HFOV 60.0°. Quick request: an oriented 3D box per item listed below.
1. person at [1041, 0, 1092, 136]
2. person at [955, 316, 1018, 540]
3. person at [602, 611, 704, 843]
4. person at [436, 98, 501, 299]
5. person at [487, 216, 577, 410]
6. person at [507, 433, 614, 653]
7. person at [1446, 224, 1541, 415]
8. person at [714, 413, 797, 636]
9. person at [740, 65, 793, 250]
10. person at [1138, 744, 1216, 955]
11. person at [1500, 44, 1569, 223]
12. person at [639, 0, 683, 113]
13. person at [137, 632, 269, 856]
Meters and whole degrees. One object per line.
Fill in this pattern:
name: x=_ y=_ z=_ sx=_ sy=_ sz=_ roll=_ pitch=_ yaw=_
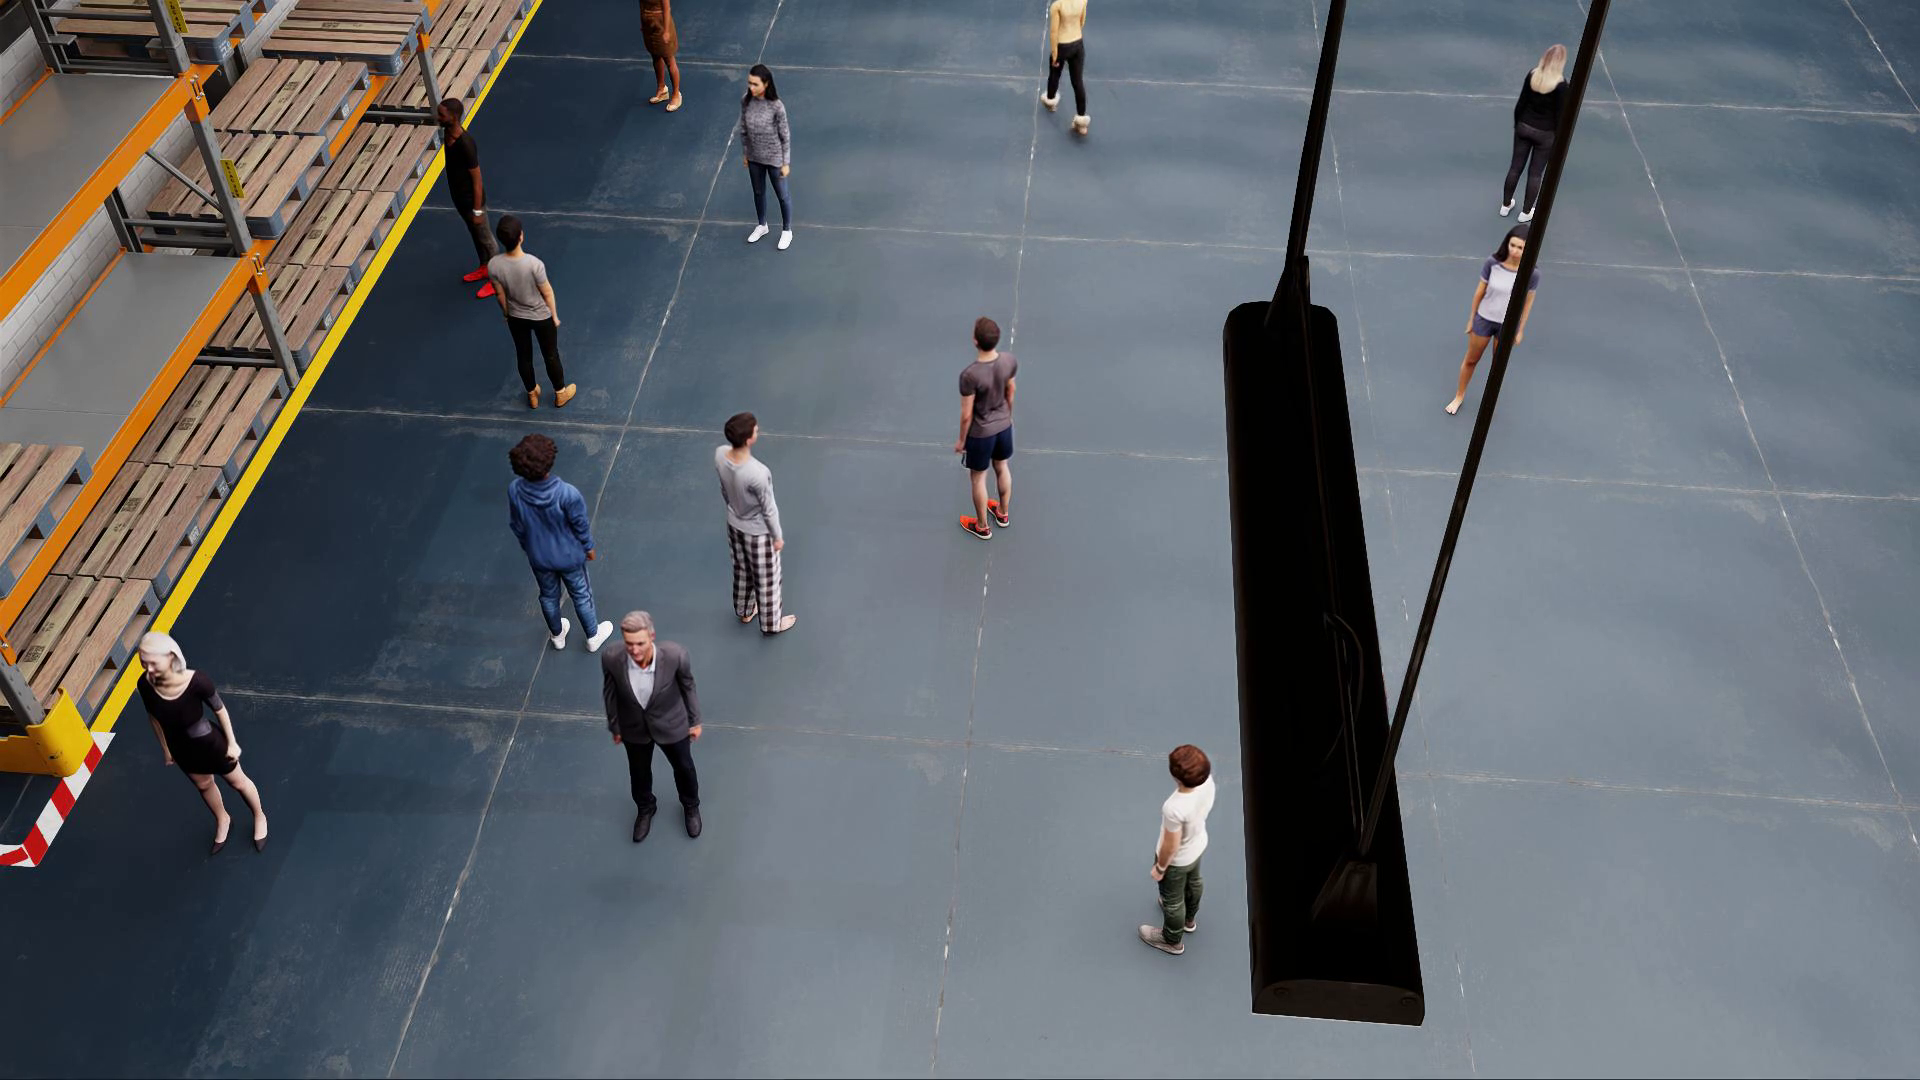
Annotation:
person: x=1.095 y=-4.718 z=16.117 sx=0.894 sy=1.618 sz=1.184 roll=-15 pitch=46 yaw=-15
person: x=0.192 y=-0.789 z=11.824 sx=0.724 sy=1.851 sz=0.771 roll=-28 pitch=50 yaw=-26
person: x=-1.815 y=1.081 z=9.868 sx=0.747 sy=1.842 sz=0.648 roll=-2 pitch=44 yaw=-2
person: x=-4.154 y=-2.924 z=14.099 sx=0.770 sy=1.806 sz=0.693 roll=-27 pitch=50 yaw=-25
person: x=-3.358 y=-1.766 z=12.942 sx=0.602 sy=1.724 sz=0.519 roll=3 pitch=44 yaw=3
person: x=-2.673 y=0.038 z=10.986 sx=0.675 sy=1.810 sz=0.552 roll=5 pitch=44 yaw=5
person: x=4.151 y=-1.685 z=12.850 sx=0.643 sy=1.734 sz=0.614 roll=17 pitch=46 yaw=17
person: x=-1.392 y=-0.098 z=11.101 sx=0.703 sy=1.847 sz=0.725 roll=31 pitch=51 yaw=28
person: x=-1.695 y=-3.381 z=14.632 sx=0.672 sy=1.731 sz=0.639 roll=18 pitch=46 yaw=18
person: x=1.240 y=1.732 z=9.321 sx=0.723 sy=1.654 sz=0.638 roll=29 pitch=51 yaw=27
person: x=5.167 y=-3.655 z=14.952 sx=0.690 sy=1.686 sz=0.733 roll=34 pitch=53 yaw=30
person: x=-2.983 y=-5.068 z=16.432 sx=0.638 sy=1.690 sz=0.675 roll=32 pitch=52 yaw=29
person: x=-4.452 y=1.196 z=9.756 sx=0.613 sy=1.829 sz=0.540 roll=-1 pitch=44 yaw=-2
